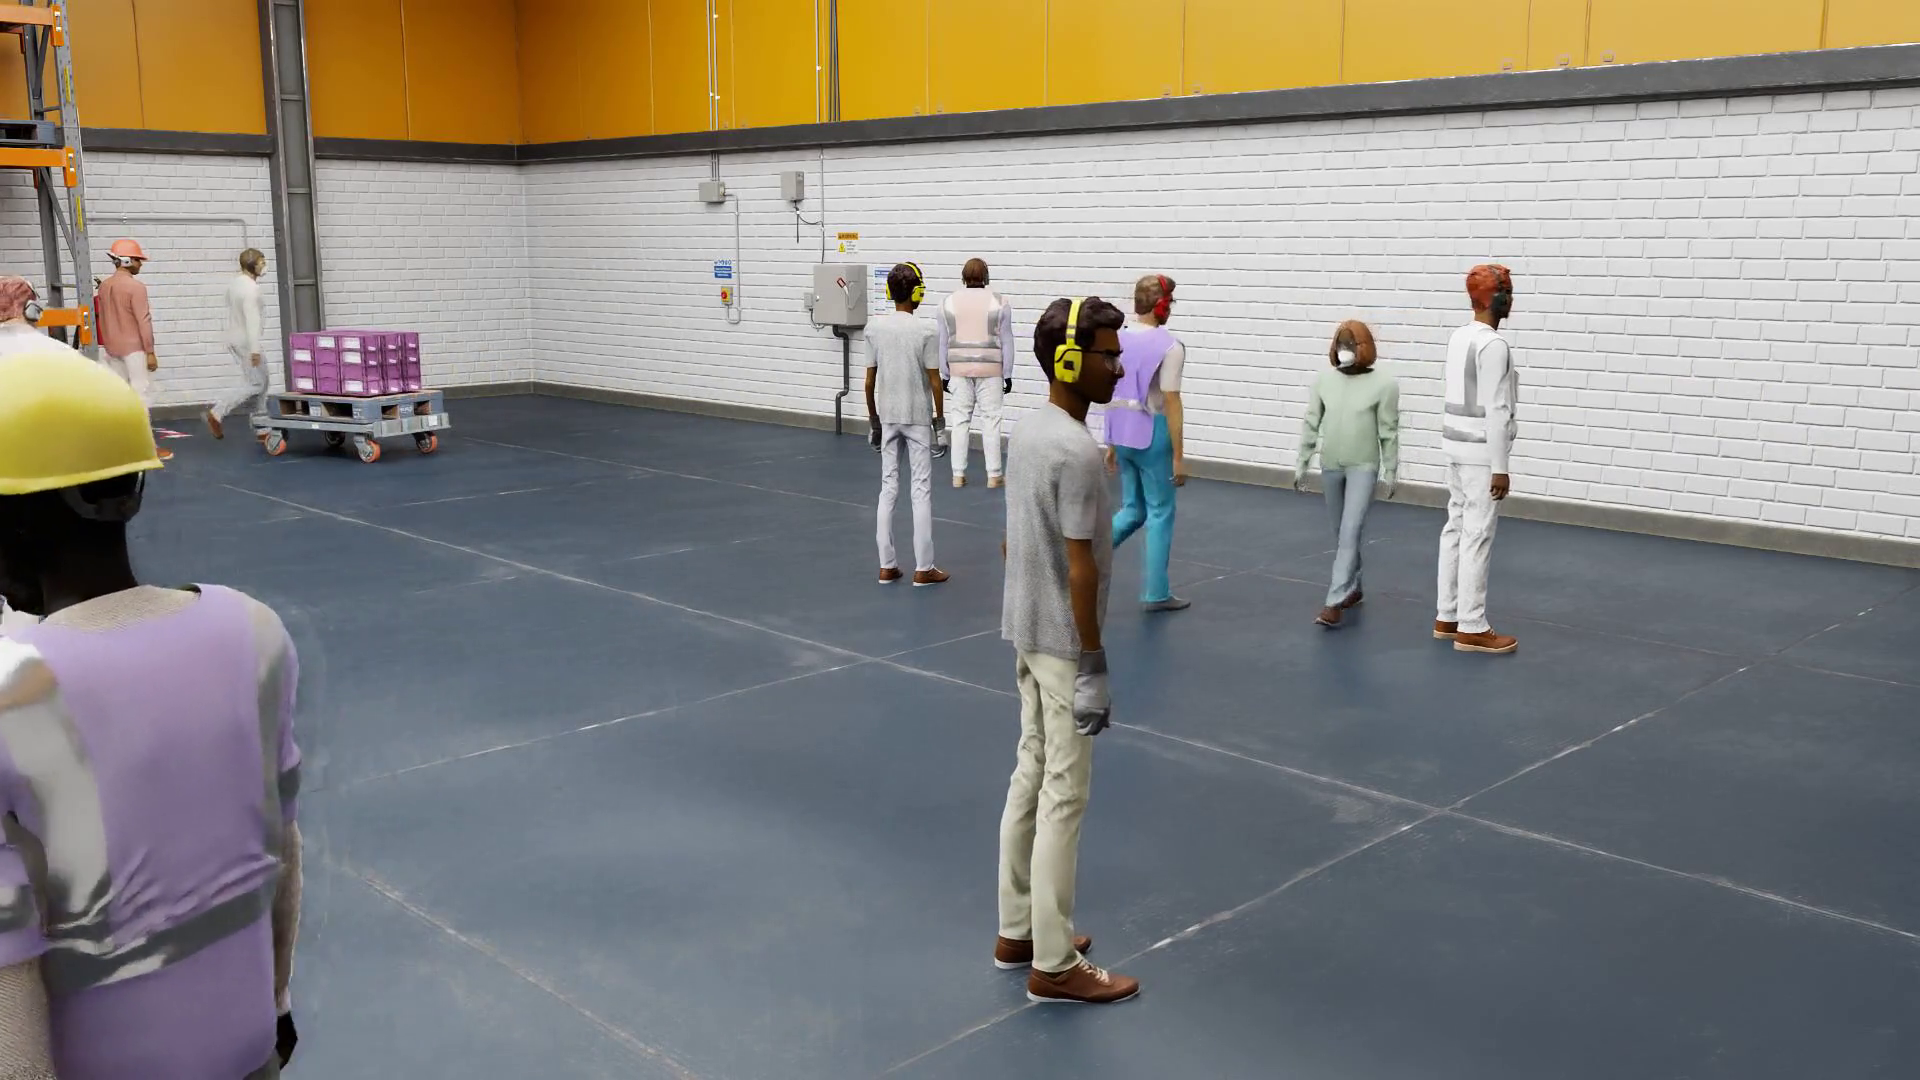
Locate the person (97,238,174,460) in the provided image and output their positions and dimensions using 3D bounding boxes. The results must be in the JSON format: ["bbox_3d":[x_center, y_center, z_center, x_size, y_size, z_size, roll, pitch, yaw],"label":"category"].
[{"bbox_3d":[-7.458,-1.704,14.973,0.612,1.990,0.392,6,12,28],"label":"person"}]

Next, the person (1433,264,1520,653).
[{"bbox_3d":[2.558,-0.389,8.142,0.409,1.881,0.587,-1,10,-4],"label":"person"}]

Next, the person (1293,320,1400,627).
[{"bbox_3d":[2.032,-0.362,8.768,0.507,1.584,0.837,9,13,39],"label":"person"}]

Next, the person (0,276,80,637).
[{"bbox_3d":[-4.238,-0.267,7.551,0.700,1.842,1.031,0,10,0],"label":"person"}]

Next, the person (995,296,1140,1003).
[{"bbox_3d":[0.276,0.292,4.434,0.323,1.865,0.518,-3,11,-17],"label":"person"}]

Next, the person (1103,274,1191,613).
[{"bbox_3d":[0.943,-0.489,8.798,0.640,1.824,0.576,-7,12,-33],"label":"person"}]

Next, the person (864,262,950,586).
[{"bbox_3d":[-0.304,-0.664,9.634,0.513,1.872,0.328,5,11,23],"label":"person"}]

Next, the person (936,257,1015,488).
[{"bbox_3d":[0.133,-1.334,13.359,0.625,1.846,0.429,2,11,11],"label":"person"}]

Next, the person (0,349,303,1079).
[{"bbox_3d":[-1.101,0.681,2.280,0.958,1.888,0.599,4,11,23],"label":"person"}]

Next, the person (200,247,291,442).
[{"bbox_3d":[-6.976,-1.870,16.116,0.729,1.915,0.639,-6,12,-30],"label":"person"}]
